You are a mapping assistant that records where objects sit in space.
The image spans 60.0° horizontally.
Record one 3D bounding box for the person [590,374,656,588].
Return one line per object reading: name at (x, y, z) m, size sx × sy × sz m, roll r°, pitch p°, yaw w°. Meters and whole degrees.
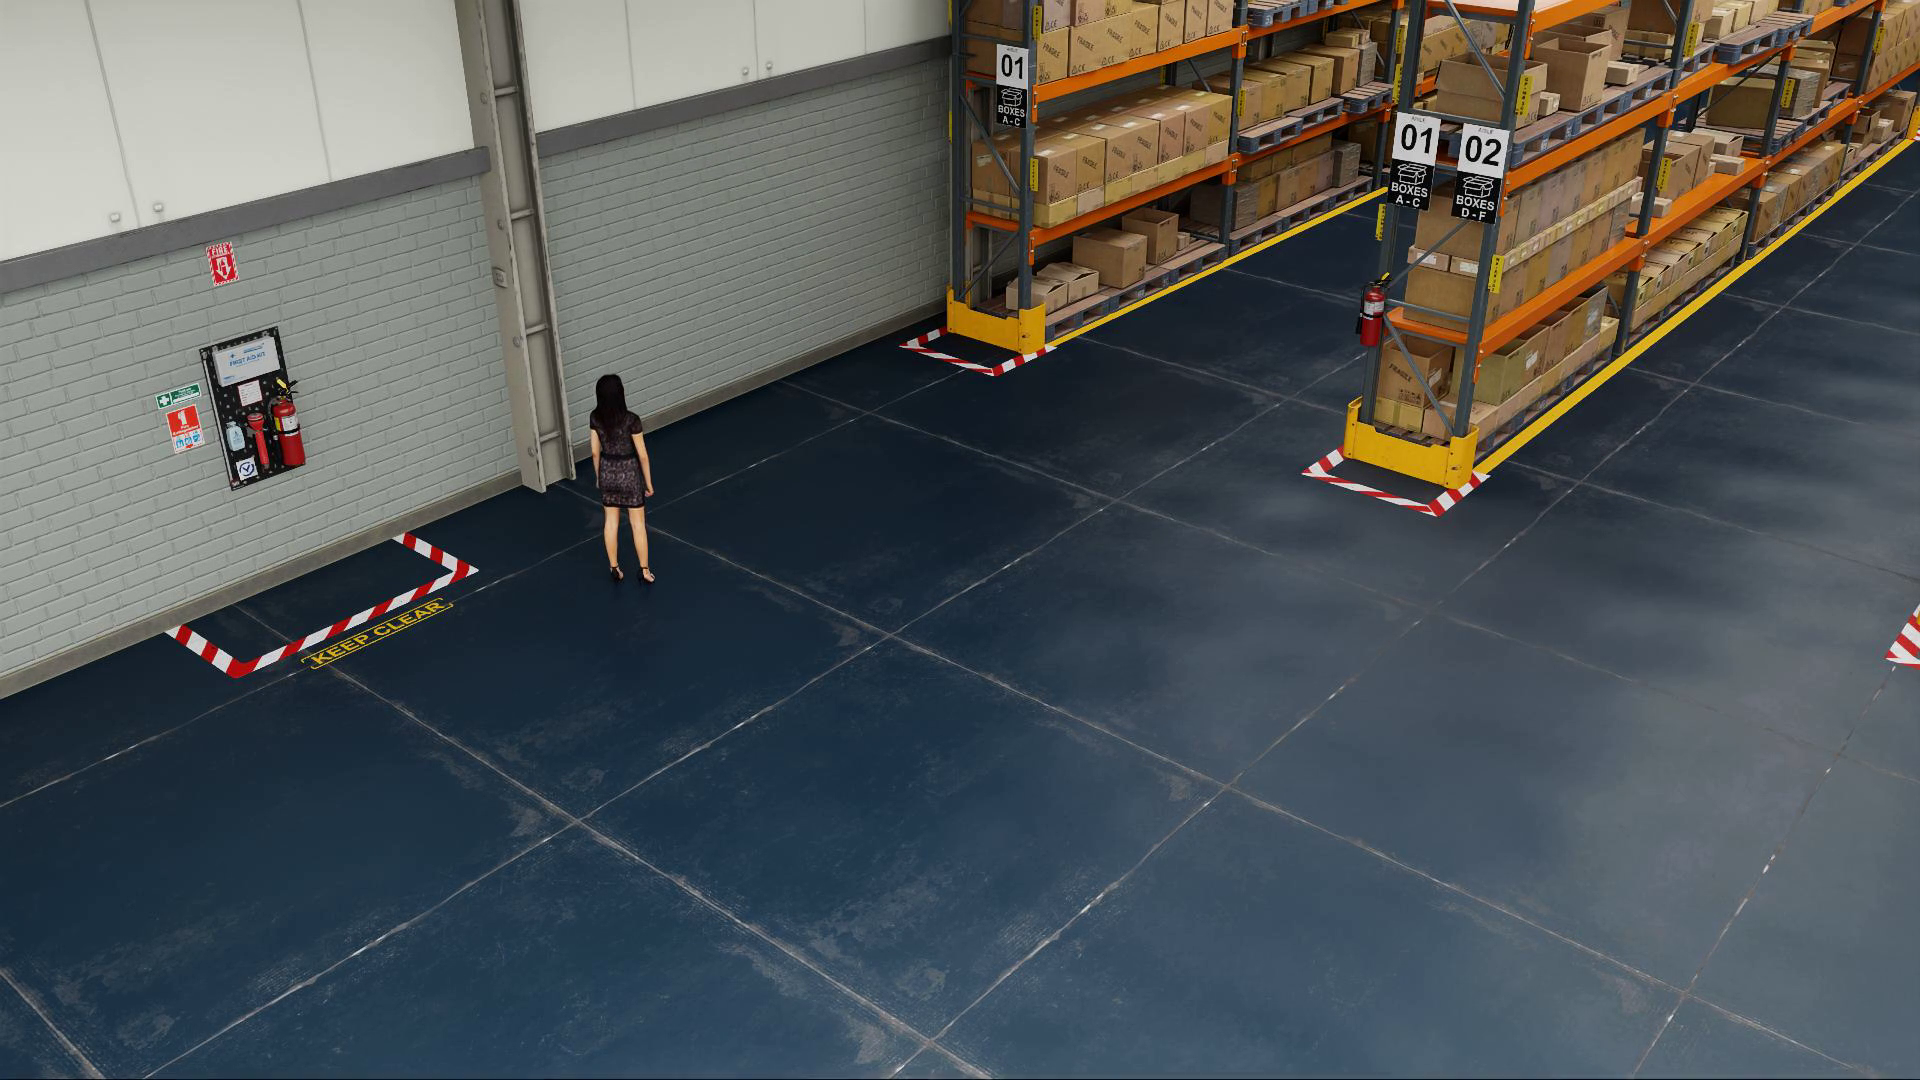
person at (-2.662, -0.458, 13.027) m, size 0.672 × 1.791 × 0.669 m, roll 4°, pitch 28°, yaw 8°
